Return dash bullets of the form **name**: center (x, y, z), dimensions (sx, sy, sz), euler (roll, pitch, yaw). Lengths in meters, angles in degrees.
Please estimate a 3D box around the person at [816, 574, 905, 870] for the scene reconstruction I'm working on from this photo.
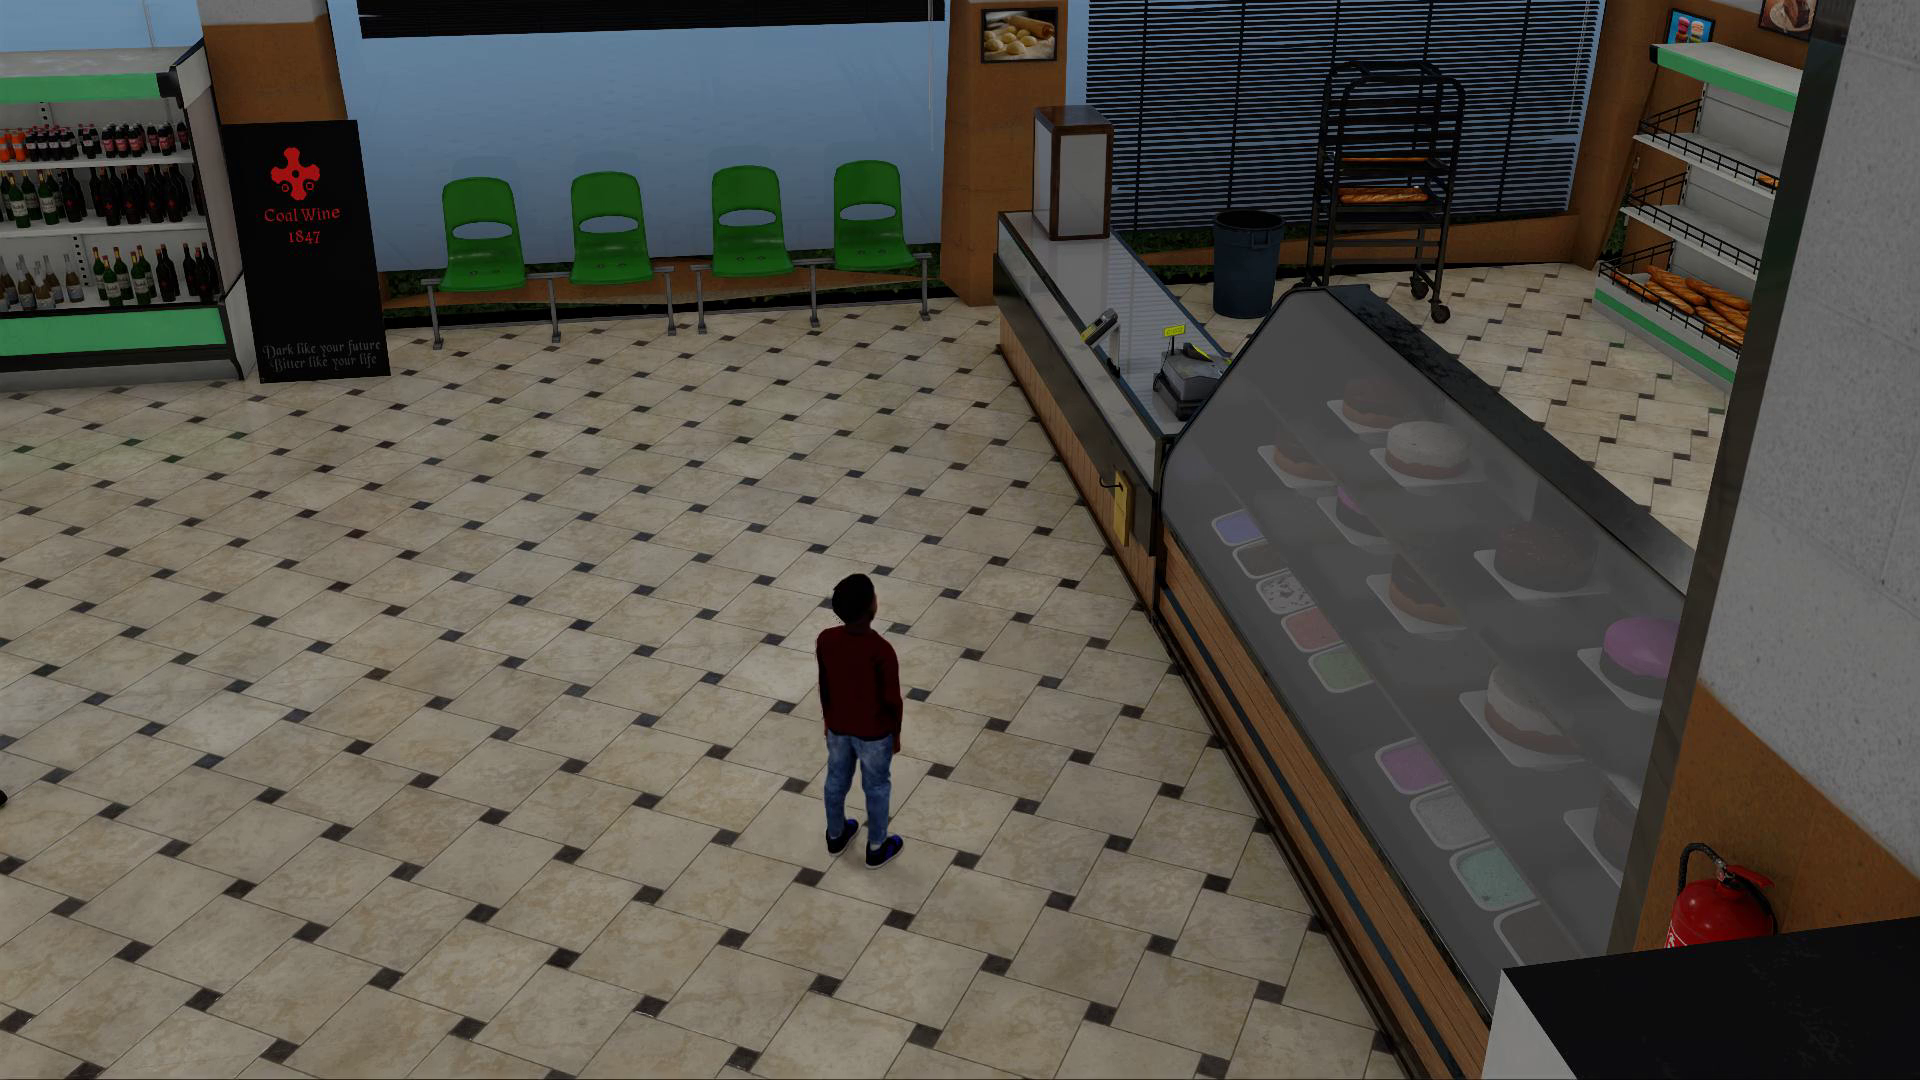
- **person**: center (-0.394, 0.702, 6.376), dimensions (0.562, 1.253, 0.640), euler (12, 29, 22)
